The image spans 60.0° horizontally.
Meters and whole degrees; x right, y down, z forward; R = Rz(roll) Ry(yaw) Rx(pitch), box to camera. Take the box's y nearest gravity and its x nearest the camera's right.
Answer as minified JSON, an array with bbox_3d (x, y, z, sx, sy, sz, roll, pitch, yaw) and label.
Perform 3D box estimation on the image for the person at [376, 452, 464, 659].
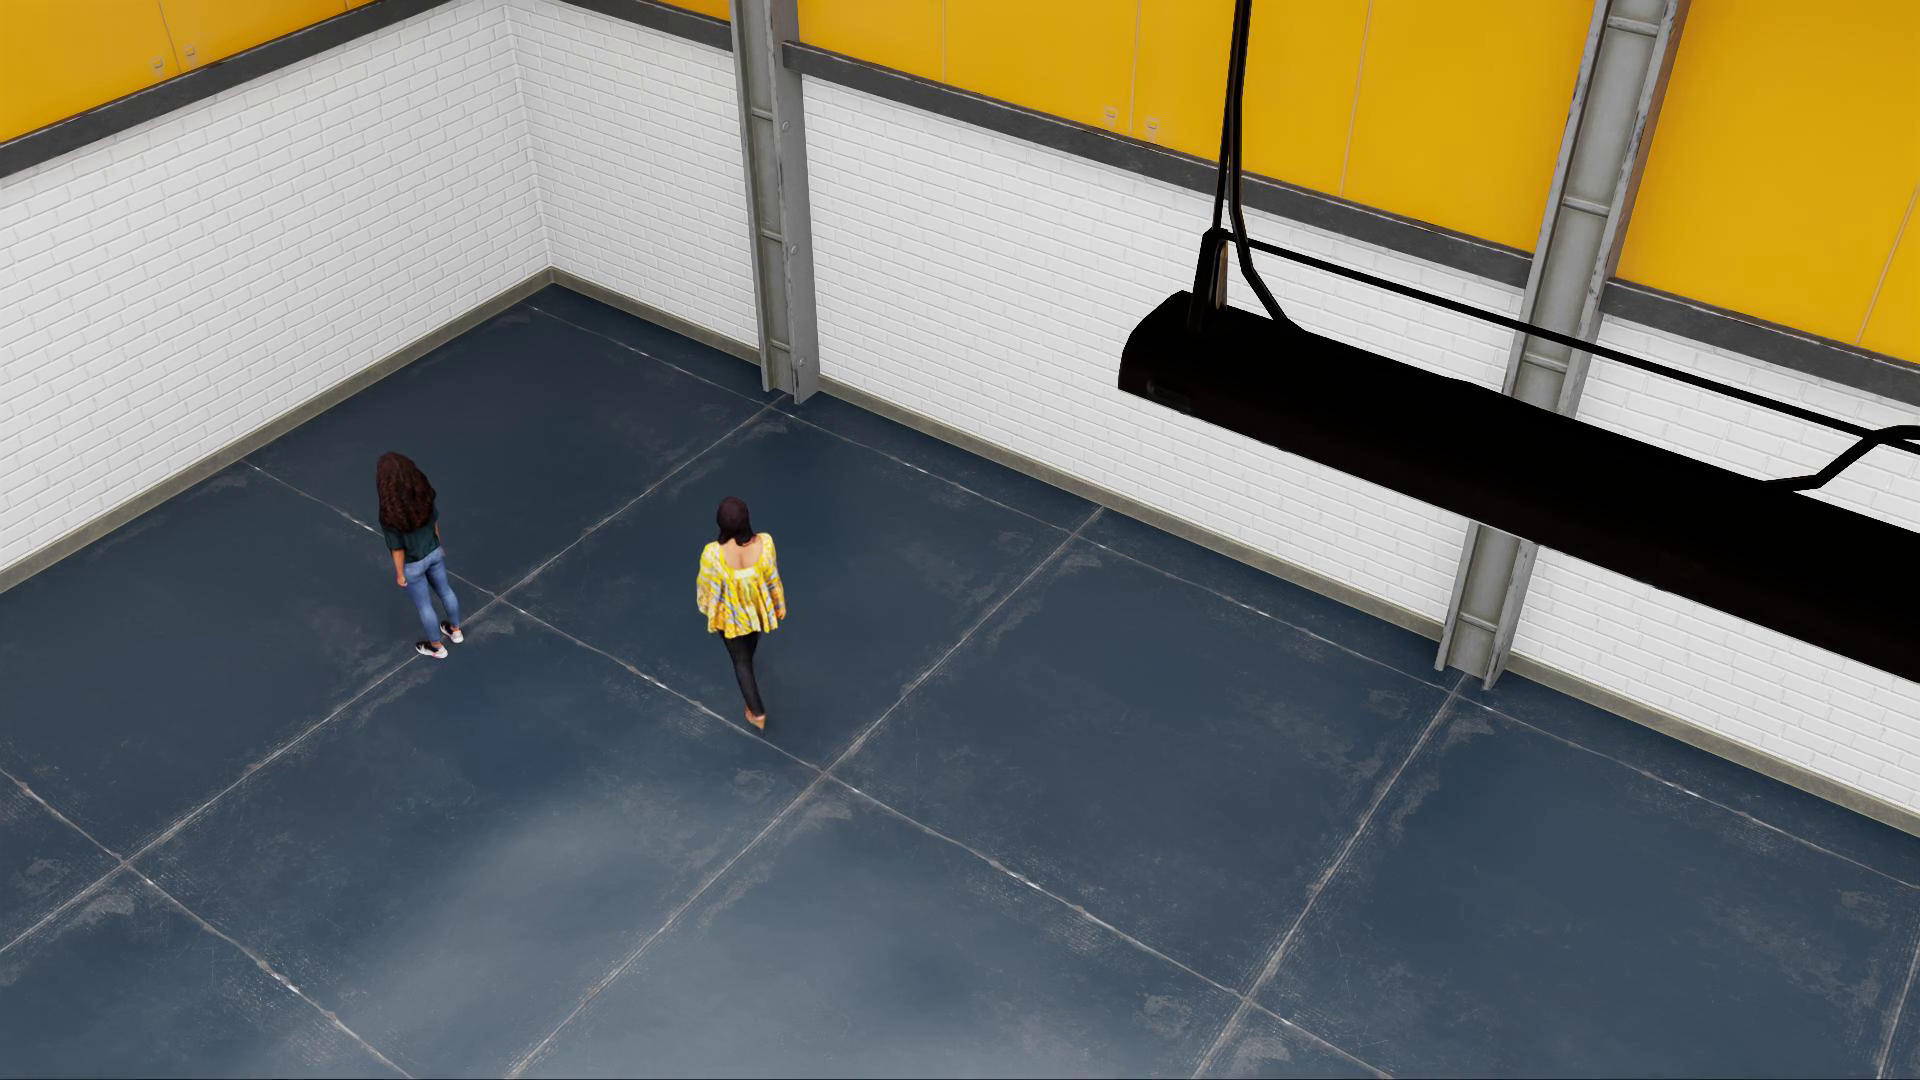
[{"bbox_3d":[-3.596,0.104,11.048,0.570,1.616,0.583,23,44,26],"label":"person"}]

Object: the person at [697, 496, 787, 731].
[{"bbox_3d":[-1.368,0.504,10.557,0.994,1.605,1.171,-18,42,-21],"label":"person"}]
